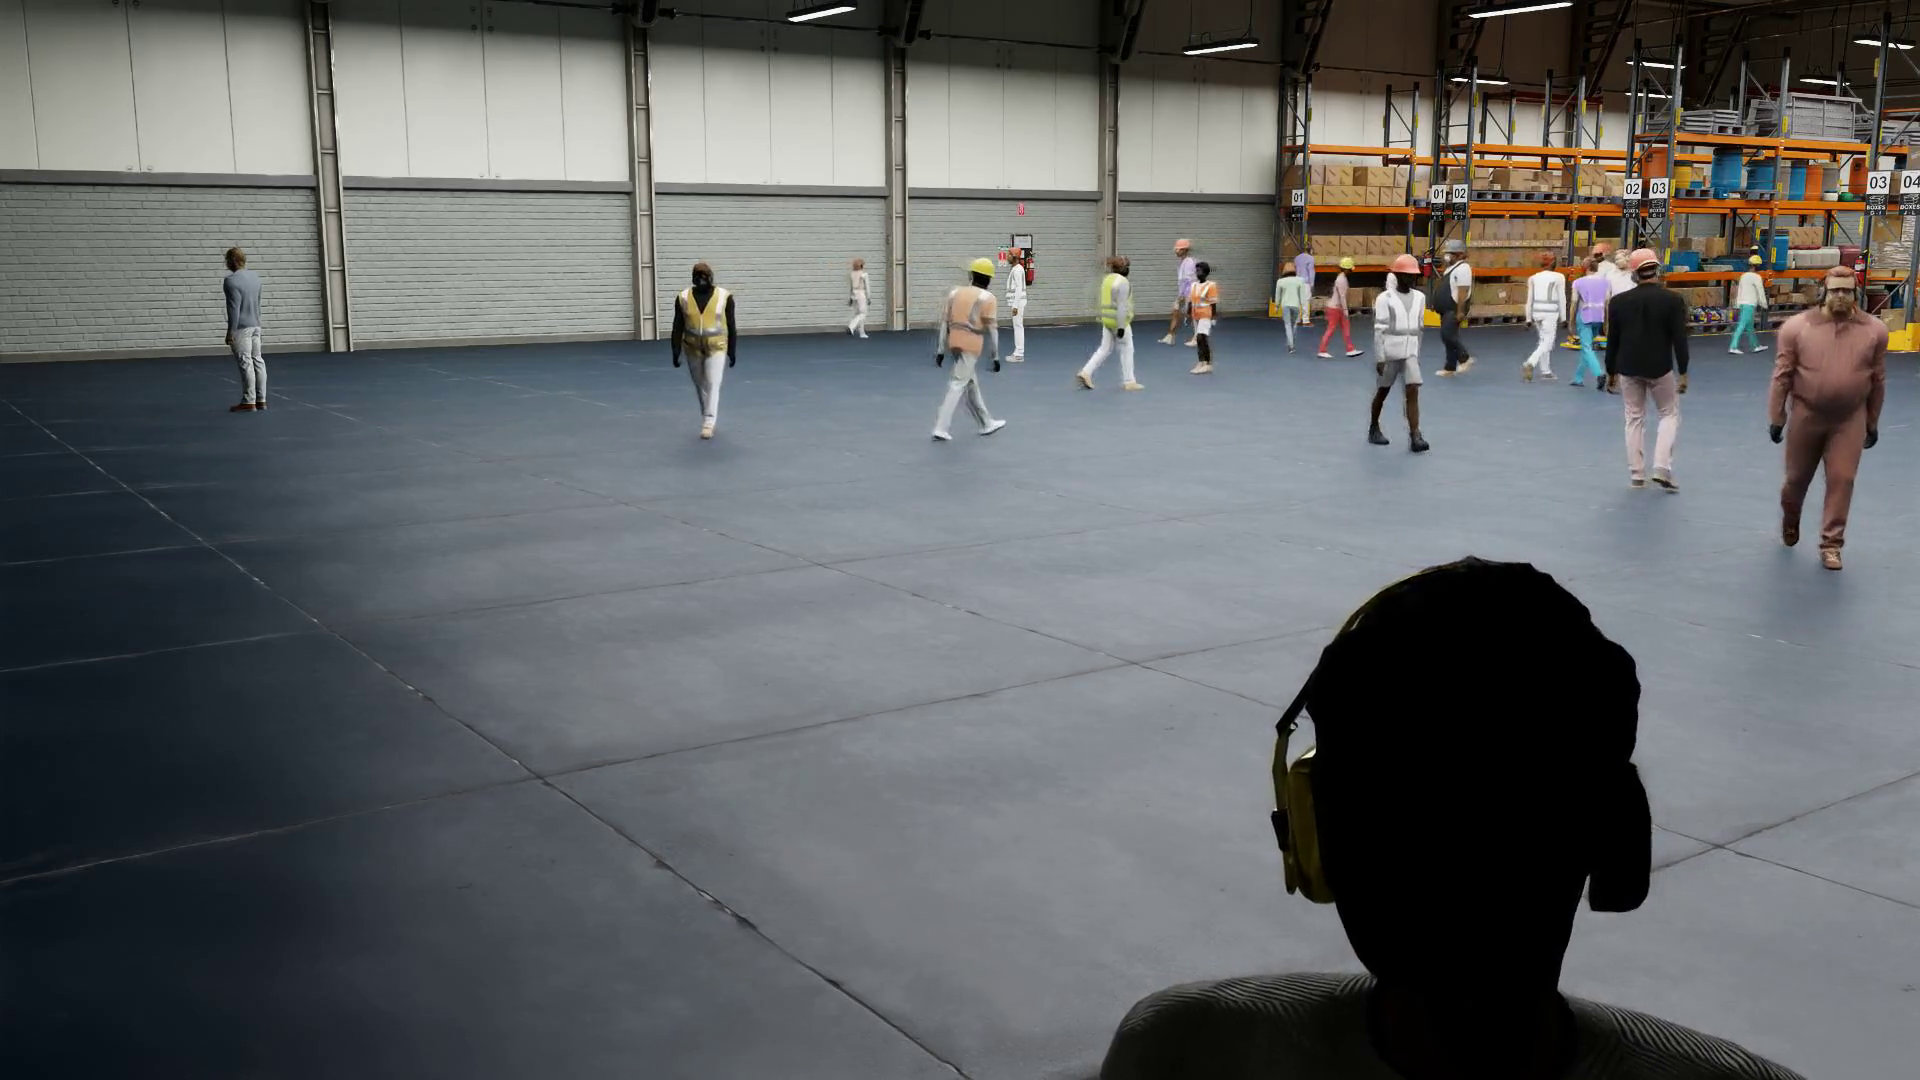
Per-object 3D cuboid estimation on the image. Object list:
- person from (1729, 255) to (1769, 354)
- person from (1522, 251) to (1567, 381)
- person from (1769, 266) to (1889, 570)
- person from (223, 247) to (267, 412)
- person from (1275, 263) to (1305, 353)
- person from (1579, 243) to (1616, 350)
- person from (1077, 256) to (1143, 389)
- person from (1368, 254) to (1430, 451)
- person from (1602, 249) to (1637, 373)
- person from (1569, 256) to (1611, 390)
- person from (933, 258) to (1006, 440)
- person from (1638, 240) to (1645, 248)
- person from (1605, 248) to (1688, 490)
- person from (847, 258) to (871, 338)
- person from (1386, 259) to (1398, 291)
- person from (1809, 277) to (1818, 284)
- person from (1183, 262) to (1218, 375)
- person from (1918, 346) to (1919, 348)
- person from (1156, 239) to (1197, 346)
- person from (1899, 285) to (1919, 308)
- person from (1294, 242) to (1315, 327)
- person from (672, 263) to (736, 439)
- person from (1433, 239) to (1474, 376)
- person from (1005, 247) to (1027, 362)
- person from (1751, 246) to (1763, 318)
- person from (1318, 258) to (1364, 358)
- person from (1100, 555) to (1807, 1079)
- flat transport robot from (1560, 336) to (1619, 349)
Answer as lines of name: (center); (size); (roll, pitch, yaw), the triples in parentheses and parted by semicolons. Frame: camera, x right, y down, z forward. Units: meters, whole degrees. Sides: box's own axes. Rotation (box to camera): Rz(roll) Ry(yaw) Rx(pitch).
person: (13.962, -4.123, 29.240); (0.887, 1.724, 0.540); (-1, 10, -5)
person: (8.305, -3.181, 23.713); (0.800, 1.856, 0.576); (-6, 12, -30)
person: (5.493, -0.794, 10.566); (0.651, 1.883, 0.814); (4, 11, 20)
person: (-8.459, -2.480, 19.635); (0.371, 1.941, 0.627); (1, 10, 8)
person: (5.894, -4.155, 29.776); (0.513, 1.575, 0.889); (0, 10, -2)
person: (11.658, -4.431, 30.319); (1.029, 1.950, 0.644); (-7, 13, -34)
person: (2.027, -2.911, 22.380); (0.870, 1.815, 0.637); (-4, 11, -22)
person: (4.275, -1.821, 16.173); (0.562, 1.886, 1.021); (-3, 11, -14)
person: (10.017, -3.443, 25.134); (0.767, 1.861, 0.671); (-8, 13, -38)
person: (8.586, -2.949, 22.610); (0.572, 1.803, 0.882); (-3, 11, -15)
person: (0.094, -1.940, 16.964); (1.072, 1.837, 0.594); (-10, 14, -44)
person: (18.369, -7.105, 44.910); (0.366, 1.967, 0.603); (-4, 11, -21)
person: (5.590, -1.383, 13.581); (0.648, 1.961, 0.502); (7, 12, 32)
person: (-2.065, -4.878, 33.637); (0.524, 1.621, 0.613); (9, 14, 41)
person: (8.429, -4.648, 32.388); (0.399, 1.616, 0.532); (3, 11, 16)
person: (25.475, -7.746, 49.445); (0.500, 1.588, 0.861); (1, 10, 4)
person: (3.565, -3.308, 24.864); (0.686, 1.673, 0.534); (-6, 12, -30)
person: (17.366, -4.104, 29.122); (0.881, 1.717, 0.519); (6, 12, 29)
person: (4.127, -4.618, 31.182); (0.943, 1.998, 0.621); (-2, 11, -10)
person: (19.212, -4.991, 33.422); (0.626, 1.933, 0.358); (5, 11, 25)
person: (7.885, -5.845, 38.080); (0.371, 1.939, 0.629); (-6, 12, -29)
person: (-2.655, -1.973, 17.276); (0.643, 1.793, 0.970); (1, 10, 4)
person: (7.216, -3.409, 24.449); (0.538, 2.000, 0.691); (0, 10, 1)
person: (0.924, -3.881, 27.468); (0.362, 1.883, 0.575); (1, 10, 3)
person: (19.363, -6.260, 40.662); (0.403, 1.829, 0.614); (-5, 12, -28)
person: (6.470, -3.924, 28.191); (0.775, 1.701, 0.567); (5, 11, 24)
person: (0.316, 0.926, 1.152); (0.535, 1.869, 0.312); (3, 11, 15)
flat transport robot: (11.818, -3.621, 30.461); (1.431, 0.197, 0.652); (-1, 10, -7)
